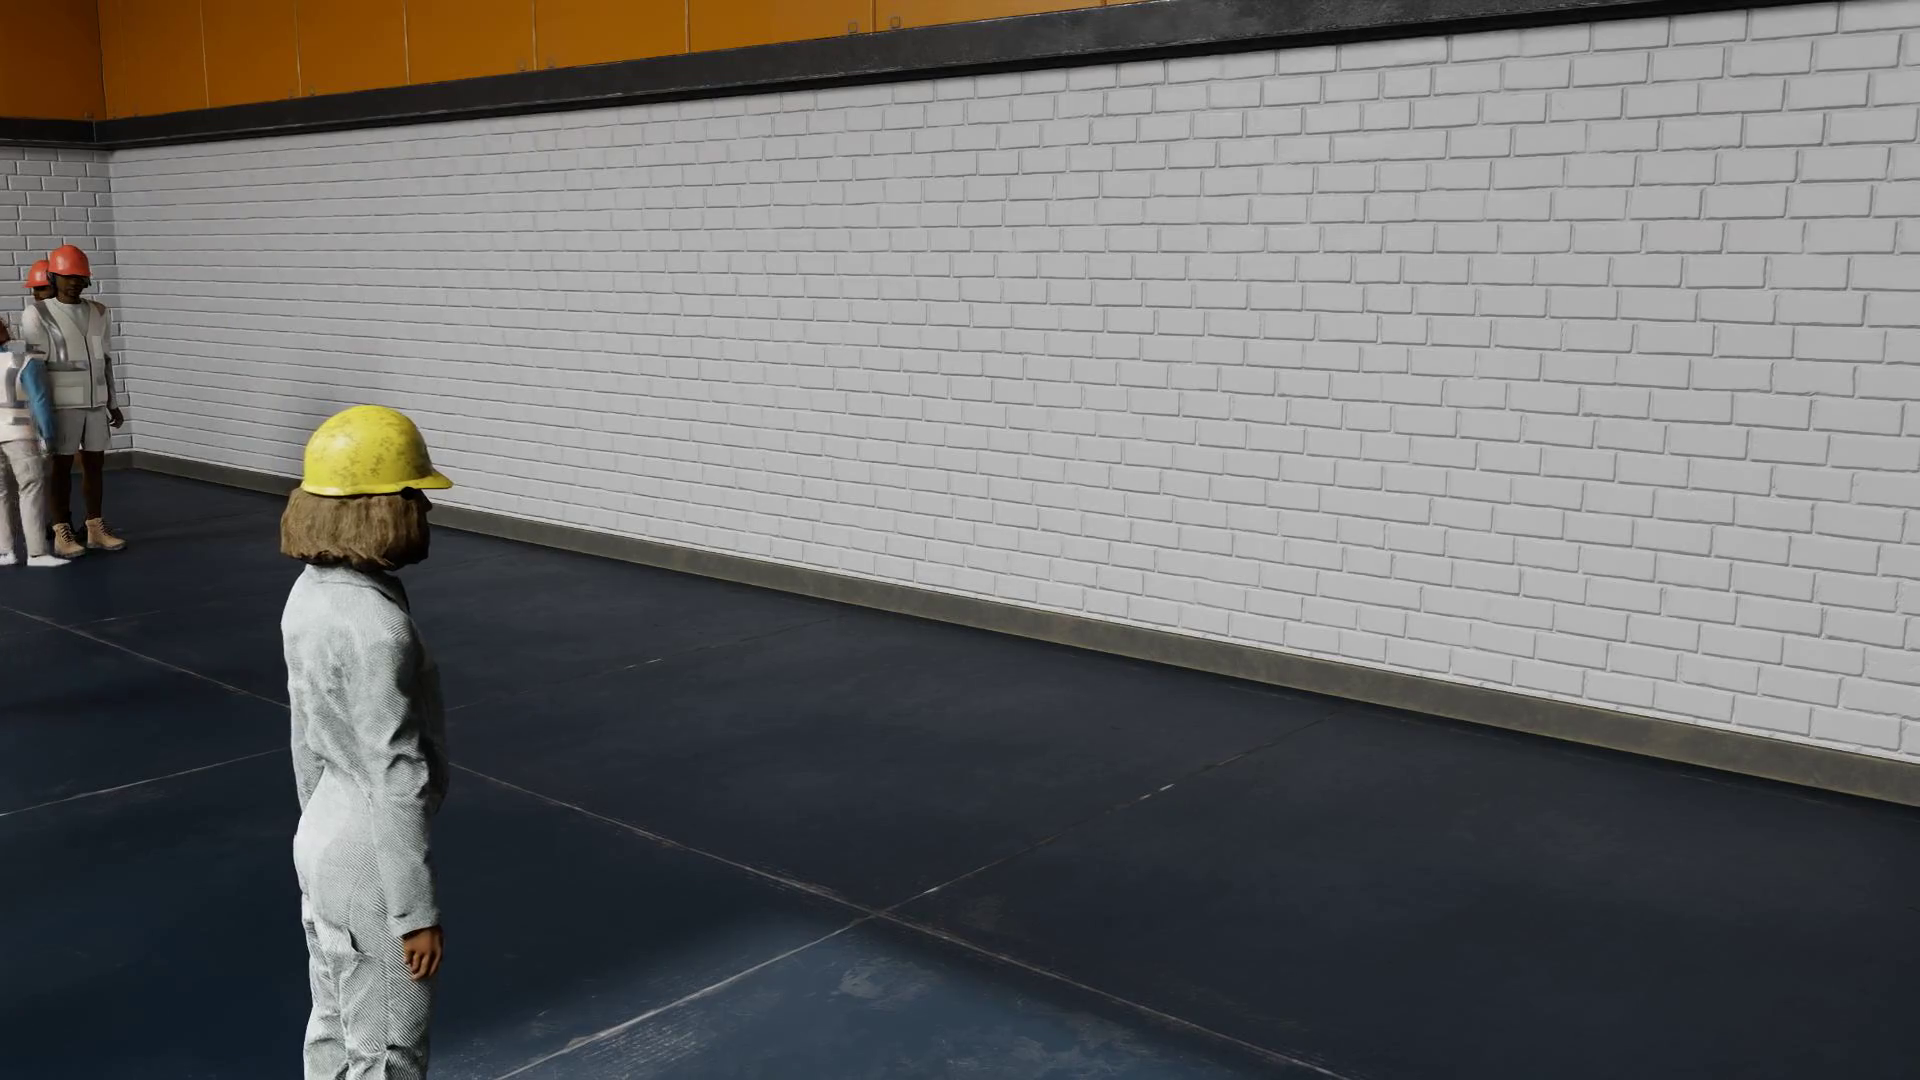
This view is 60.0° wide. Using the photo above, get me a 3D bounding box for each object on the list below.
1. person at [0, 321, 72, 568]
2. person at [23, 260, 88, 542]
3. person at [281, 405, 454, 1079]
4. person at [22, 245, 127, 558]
[{"bbox_3d":[-5.985,-0.618,10.538,0.653,1.611,0.317,0,10,1],"label":"person"},{"bbox_3d":[-6.198,-0.949,11.472,0.543,1.939,0.370,3,10,17],"label":"person"},{"bbox_3d":[-1.071,0.620,3.099,0.318,1.742,0.492,-7,12,-36],"label":"person"},{"bbox_3d":[-5.805,-0.912,10.970,0.386,2.039,0.615,5,11,25],"label":"person"}]
